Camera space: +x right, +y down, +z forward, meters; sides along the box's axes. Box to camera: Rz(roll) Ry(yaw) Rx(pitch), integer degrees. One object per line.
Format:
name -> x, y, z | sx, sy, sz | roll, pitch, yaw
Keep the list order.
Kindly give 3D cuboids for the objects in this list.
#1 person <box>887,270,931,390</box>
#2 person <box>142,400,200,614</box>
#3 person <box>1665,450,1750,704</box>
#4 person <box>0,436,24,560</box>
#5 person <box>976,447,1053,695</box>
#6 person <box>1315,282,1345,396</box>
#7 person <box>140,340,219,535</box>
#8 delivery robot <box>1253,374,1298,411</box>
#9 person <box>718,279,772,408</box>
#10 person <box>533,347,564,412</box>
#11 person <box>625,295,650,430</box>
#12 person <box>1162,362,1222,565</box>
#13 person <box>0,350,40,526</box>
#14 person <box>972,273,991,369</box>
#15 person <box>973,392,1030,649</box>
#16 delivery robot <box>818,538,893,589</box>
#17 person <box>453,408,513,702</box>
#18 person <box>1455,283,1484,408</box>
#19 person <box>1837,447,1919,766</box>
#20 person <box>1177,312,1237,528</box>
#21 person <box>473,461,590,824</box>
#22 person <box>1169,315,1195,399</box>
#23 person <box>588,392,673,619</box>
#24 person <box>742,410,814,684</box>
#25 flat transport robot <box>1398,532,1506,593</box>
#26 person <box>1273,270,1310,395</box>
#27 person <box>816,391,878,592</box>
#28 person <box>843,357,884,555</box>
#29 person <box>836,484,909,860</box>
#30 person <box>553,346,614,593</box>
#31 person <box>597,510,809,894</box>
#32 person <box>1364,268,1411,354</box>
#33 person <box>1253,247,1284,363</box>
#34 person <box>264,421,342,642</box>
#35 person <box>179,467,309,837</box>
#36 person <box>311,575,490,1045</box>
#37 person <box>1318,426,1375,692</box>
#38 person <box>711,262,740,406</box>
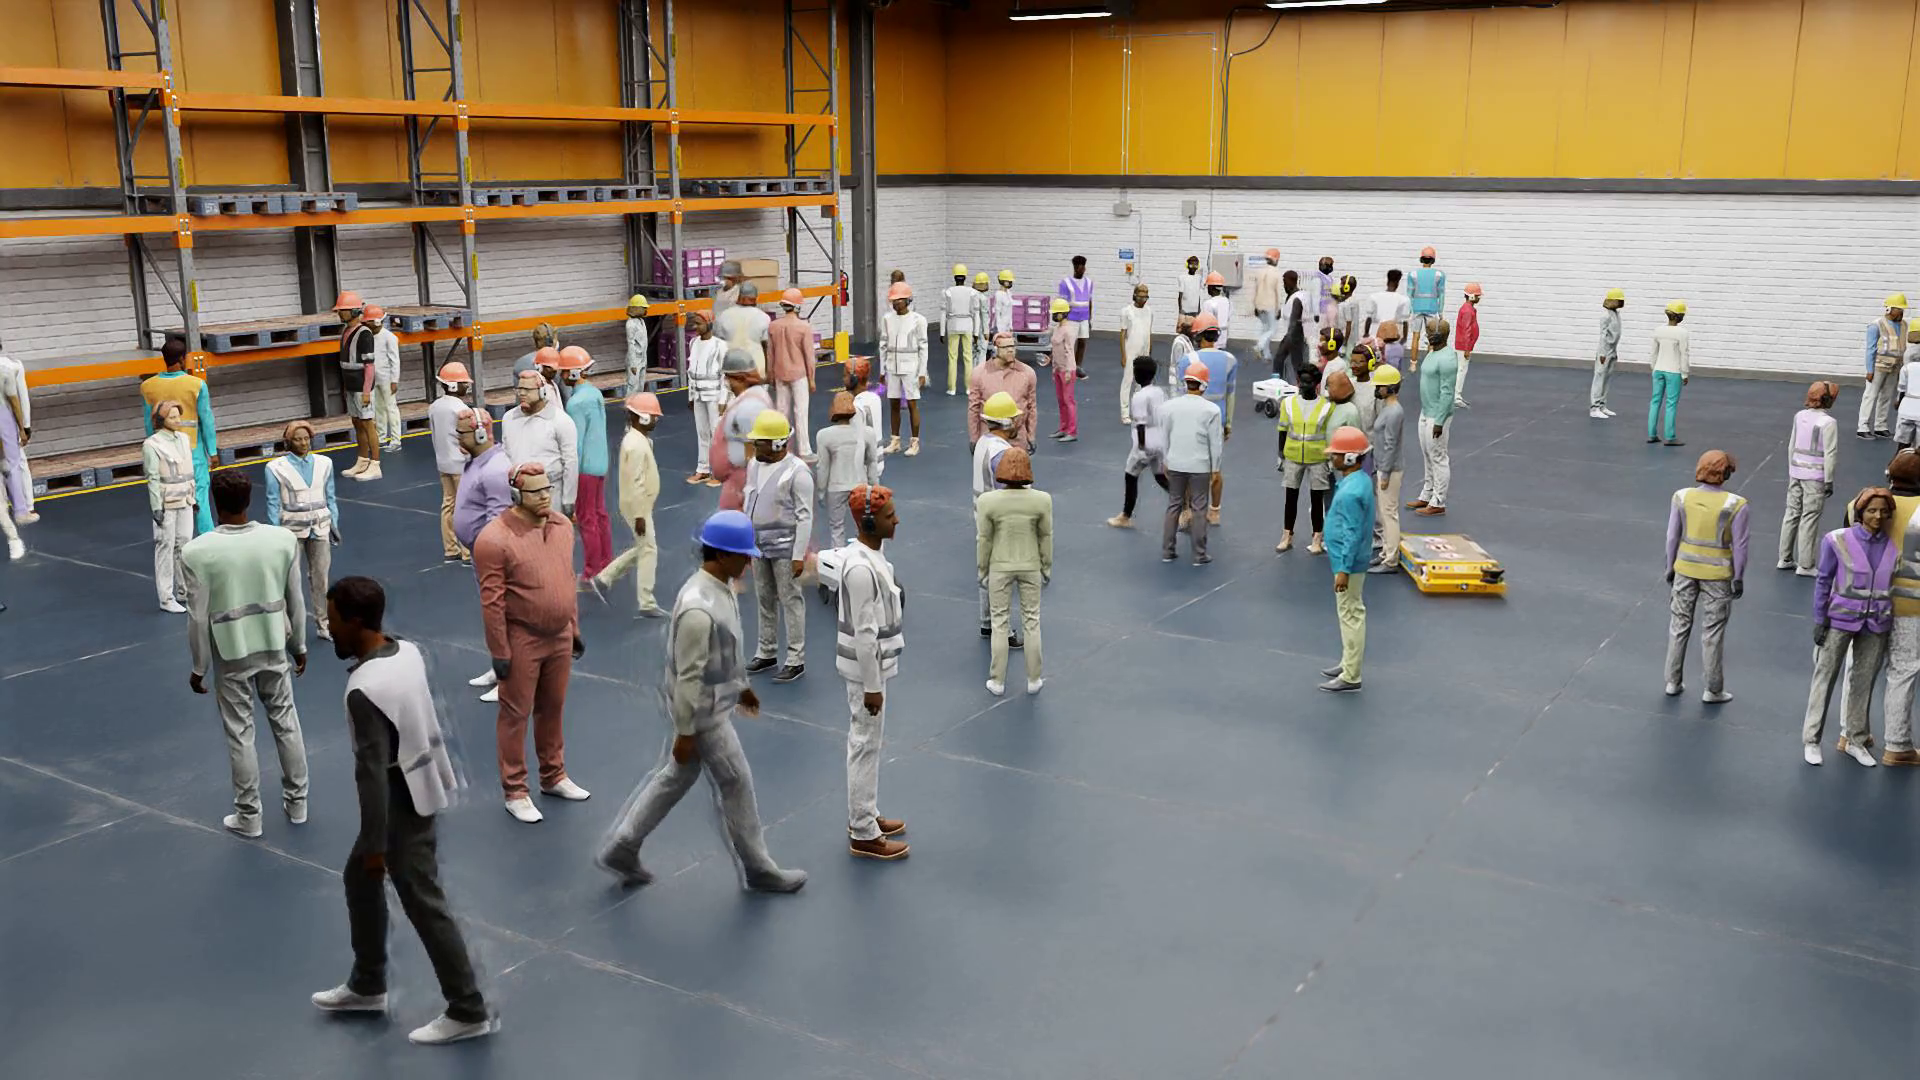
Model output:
person -> -0.840, -3.125, 24.883 | 0.644, 1.825, 0.448 | -9, 16, -33
person -> -6.067, -0.266, 12.838 | 0.311, 1.638, 0.523 | 2, 13, 9
person -> 4.775, 0.234, 10.676 | 0.314, 1.638, 0.514 | -11, 17, -39
person -> -8.531, -0.710, 14.323 | 0.697, 1.851, 0.491 | 3, 13, 13
person -> 0.352, 0.204, 10.813 | 0.500, 1.633, 0.279 | -1, 13, -5
person -> 5.250, -2.749, 23.369 | 0.370, 1.747, 0.534 | 3, 13, 15
person -> -6.769, -0.783, 14.484 | 0.588, 1.914, 0.392 | 0, 13, 0
delivery robot -> 4.285, -2.016, 22.601 | 0.477, 0.478, 0.707 | -5, 14, -22
person -> -2.578, -2.141, 20.092 | 0.692, 2.000, 0.763 | 2, 13, 10
person -> -3.798, -0.919, 15.429 | 0.339, 1.745, 0.572 | 0, 13, 2
person -> -4.130, -2.284, 21.391 | 0.342, 1.735, 0.484 | 2, 13, 8
person -> 2.003, -0.662, 14.340 | 0.564, 1.740, 0.372 | 9, 16, 33
person -> -9.119, -1.046, 15.774 | 0.507, 1.846, 0.345 | 0, 13, 1
person -> 0.324, -3.184, 25.269 | 0.294, 1.744, 0.486 | -5, 14, -22
person -> 0.302, -0.138, 11.863 | 0.404, 1.833, 0.590 | -3, 13, -14
delivery robot -> -0.813, 0.232, 12.851 | 0.477, 0.478, 0.707 | -8, 15, -31
person -> -3.060, 0.087, 10.753 | 0.394, 1.900, 0.646 | -6, 14, -26
person -> 7.101, -2.720, 23.249 | 0.353, 1.745, 0.565 | 4, 14, 16
person -> 5.395, 0.379, 9.596 | 0.429, 1.847, 0.626 | -7, 15, -26
person -> 2.296, -1.125, 15.713 | 0.612, 2.033, 0.411 | -5, 14, -22
person -> -2.238, 0.522, 8.837 | 0.400, 1.910, 0.643 | 8, 15, 32
person -> 2.628, -1.846, 19.715 | 0.313, 1.634, 0.514 | 4, 14, 18
person -> -2.506, -0.256, 12.617 | 0.589, 1.727, 0.590 | -2, 13, -9
person -> -1.240, 0.039, 11.097 | 0.589, 1.830, 0.404 | 11, 17, 40
flat transport robot -> 4.055, 0.172, 13.939 | 0.652, 0.197, 1.431 | 1, 13, 2
person -> 4.618, -2.886, 23.662 | 0.849, 1.881, 0.607 | 0, 13, -2
person -> -0.904, -0.382, 13.357 | 0.497, 1.633, 0.289 | -3, 13, -13
person -> -0.795, -0.546, 13.516 | 0.337, 1.882, 0.585 | 3, 13, 13
person -> -0.441, 0.651, 8.331 | 0.356, 1.883, 0.572 | -1, 13, -3
person -> -3.035, -0.571, 13.407 | 0.407, 1.987, 0.614 | 1, 13, 6
person -> -1.259, 0.774, 7.800 | 0.973, 1.901, 0.660 | 0, 13, -2
person -> 6.005, -2.854, 23.422 | 0.639, 1.930, 0.510 | 5, 14, 20
person -> 5.170, -3.945, 28.084 | 0.655, 1.972, 0.622 | -11, 17, -39
person -> -4.673, -0.042, 11.862 | 0.312, 1.642, 0.512 | 12, 17, 41
person -> -3.655, 0.578, 8.566 | 0.597, 1.916, 0.372 | -12, 18, -42
person -> -2.305, 1.062, 6.575 | 0.883, 1.870, 0.655 | -1, 13, -5
person -> 2.524, 0.122, 10.902 | 0.341, 1.752, 0.564 | 4, 14, 18
person -> -3.282, -2.852, 23.176 | 0.682, 2.000, 0.705 | -12, 18, -43
